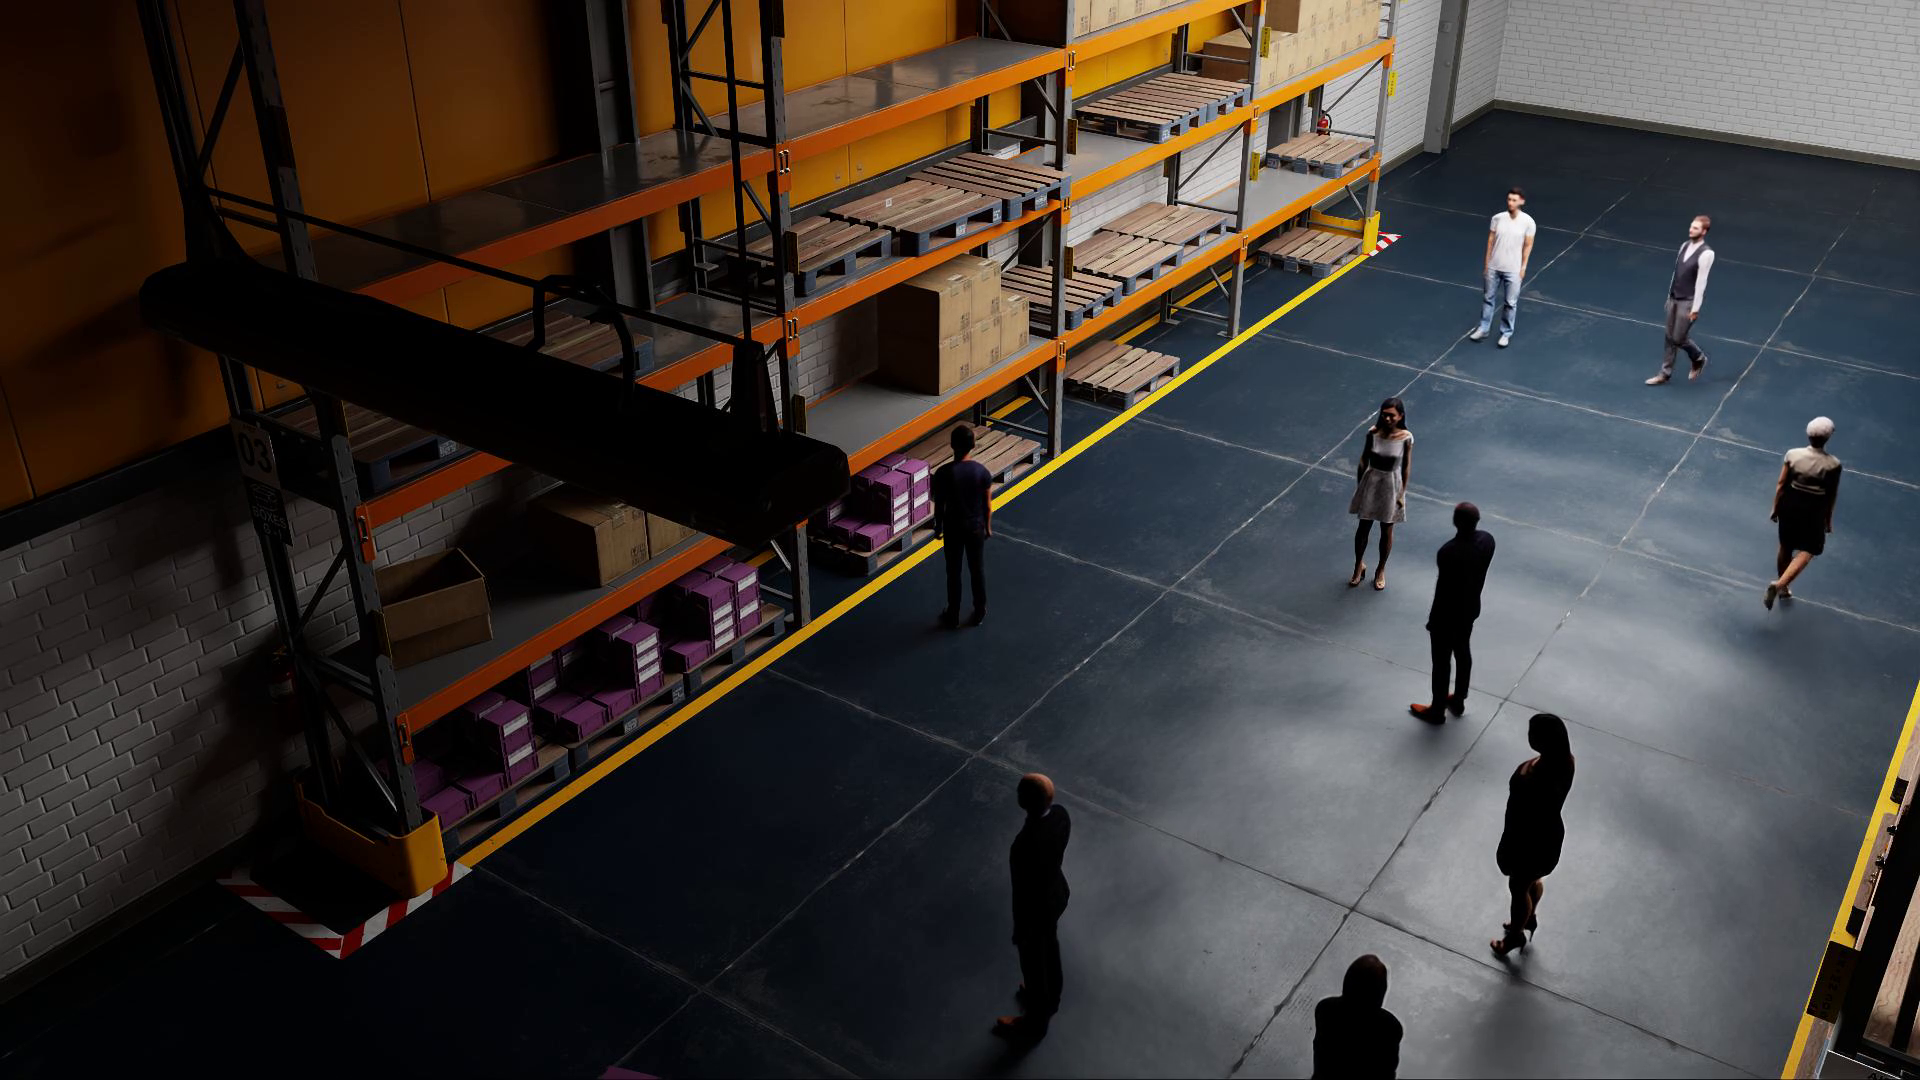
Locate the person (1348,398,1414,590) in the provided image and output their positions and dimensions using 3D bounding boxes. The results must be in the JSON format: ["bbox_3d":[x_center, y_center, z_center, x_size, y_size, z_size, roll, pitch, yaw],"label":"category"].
[{"bbox_3d":[3.611,-0.398,14.274,0.714,1.775,0.716,10,30,18],"label":"person"}]

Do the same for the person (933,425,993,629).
[{"bbox_3d":[0.028,-0.102,13.712,0.714,1.793,0.757,-3,29,-6],"label":"person"}]

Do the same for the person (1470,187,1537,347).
[{"bbox_3d":[6.331,-3.182,19.285,0.672,1.864,0.537,20,34,32],"label":"person"}]

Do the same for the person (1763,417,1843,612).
[{"bbox_3d":[7.005,-0.170,13.893,0.961,1.739,0.755,-25,37,-37],"label":"person"}]

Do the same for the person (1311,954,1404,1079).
[{"bbox_3d":[1.997,2.803,8.477,0.626,1.706,0.561,12,31,21],"label":"person"}]

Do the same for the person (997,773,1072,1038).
[{"bbox_3d":[0.454,2.110,9.652,0.788,1.798,0.562,13,31,22],"label":"person"}]

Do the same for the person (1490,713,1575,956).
[{"bbox_3d":[3.555,1.828,10.263,0.710,1.708,0.532,17,33,28],"label":"person"}]

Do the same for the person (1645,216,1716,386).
[{"bbox_3d":[8.001,-2.612,18.180,1.016,1.921,0.951,-6,29,-10],"label":"person"}]

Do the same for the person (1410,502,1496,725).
[{"bbox_3d":[3.730,0.539,12.512,0.668,1.817,0.828,-18,34,-30],"label":"person"}]
